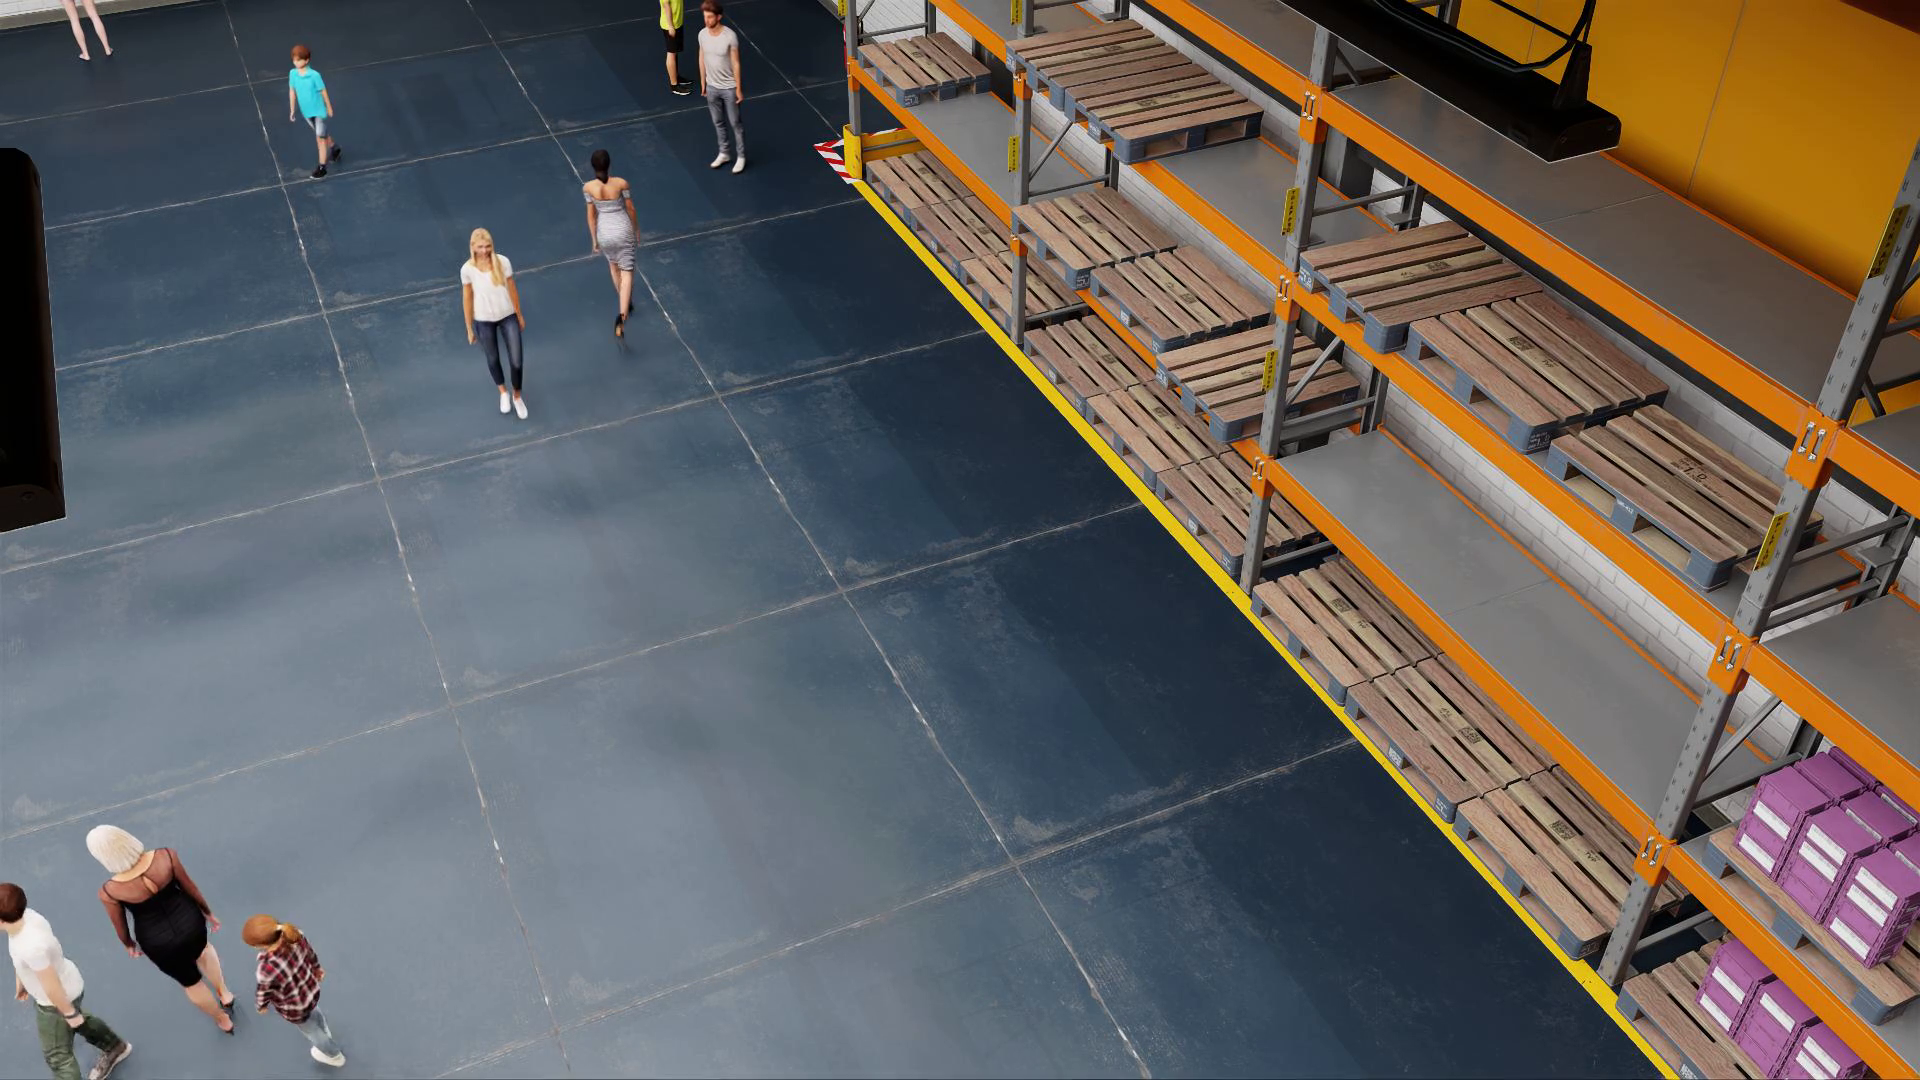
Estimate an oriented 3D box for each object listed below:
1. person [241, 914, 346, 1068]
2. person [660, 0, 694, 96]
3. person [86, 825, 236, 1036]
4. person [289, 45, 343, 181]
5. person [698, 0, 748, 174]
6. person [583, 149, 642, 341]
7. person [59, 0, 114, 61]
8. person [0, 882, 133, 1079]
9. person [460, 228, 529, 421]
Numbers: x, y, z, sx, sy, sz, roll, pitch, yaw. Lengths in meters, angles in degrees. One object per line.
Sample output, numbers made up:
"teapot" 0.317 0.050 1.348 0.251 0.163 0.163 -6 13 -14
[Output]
"person" -3.615 2.519 9.175 0.743 1.288 0.684 14 41 16
"person" -3.424 -6.166 19.714 0.754 1.706 0.609 -1 39 -2
"person" -4.321 2.227 9.196 0.728 1.718 0.742 -30 47 -32
"person" -7.011 -4.724 18.137 0.900 1.420 0.990 10 40 13
"person" -2.563 -4.934 18.025 0.739 1.889 0.805 14 41 17
"person" -3.168 -2.696 15.302 0.930 1.791 1.176 1 39 2
"person" -10.922 -6.810 20.472 0.616 1.767 0.609 -24 44 -27
"person" -4.854 2.416 9.035 0.793 1.622 0.789 30 47 32
"person" -4.005 -1.917 14.322 0.679 1.795 0.708 -11 40 -13
